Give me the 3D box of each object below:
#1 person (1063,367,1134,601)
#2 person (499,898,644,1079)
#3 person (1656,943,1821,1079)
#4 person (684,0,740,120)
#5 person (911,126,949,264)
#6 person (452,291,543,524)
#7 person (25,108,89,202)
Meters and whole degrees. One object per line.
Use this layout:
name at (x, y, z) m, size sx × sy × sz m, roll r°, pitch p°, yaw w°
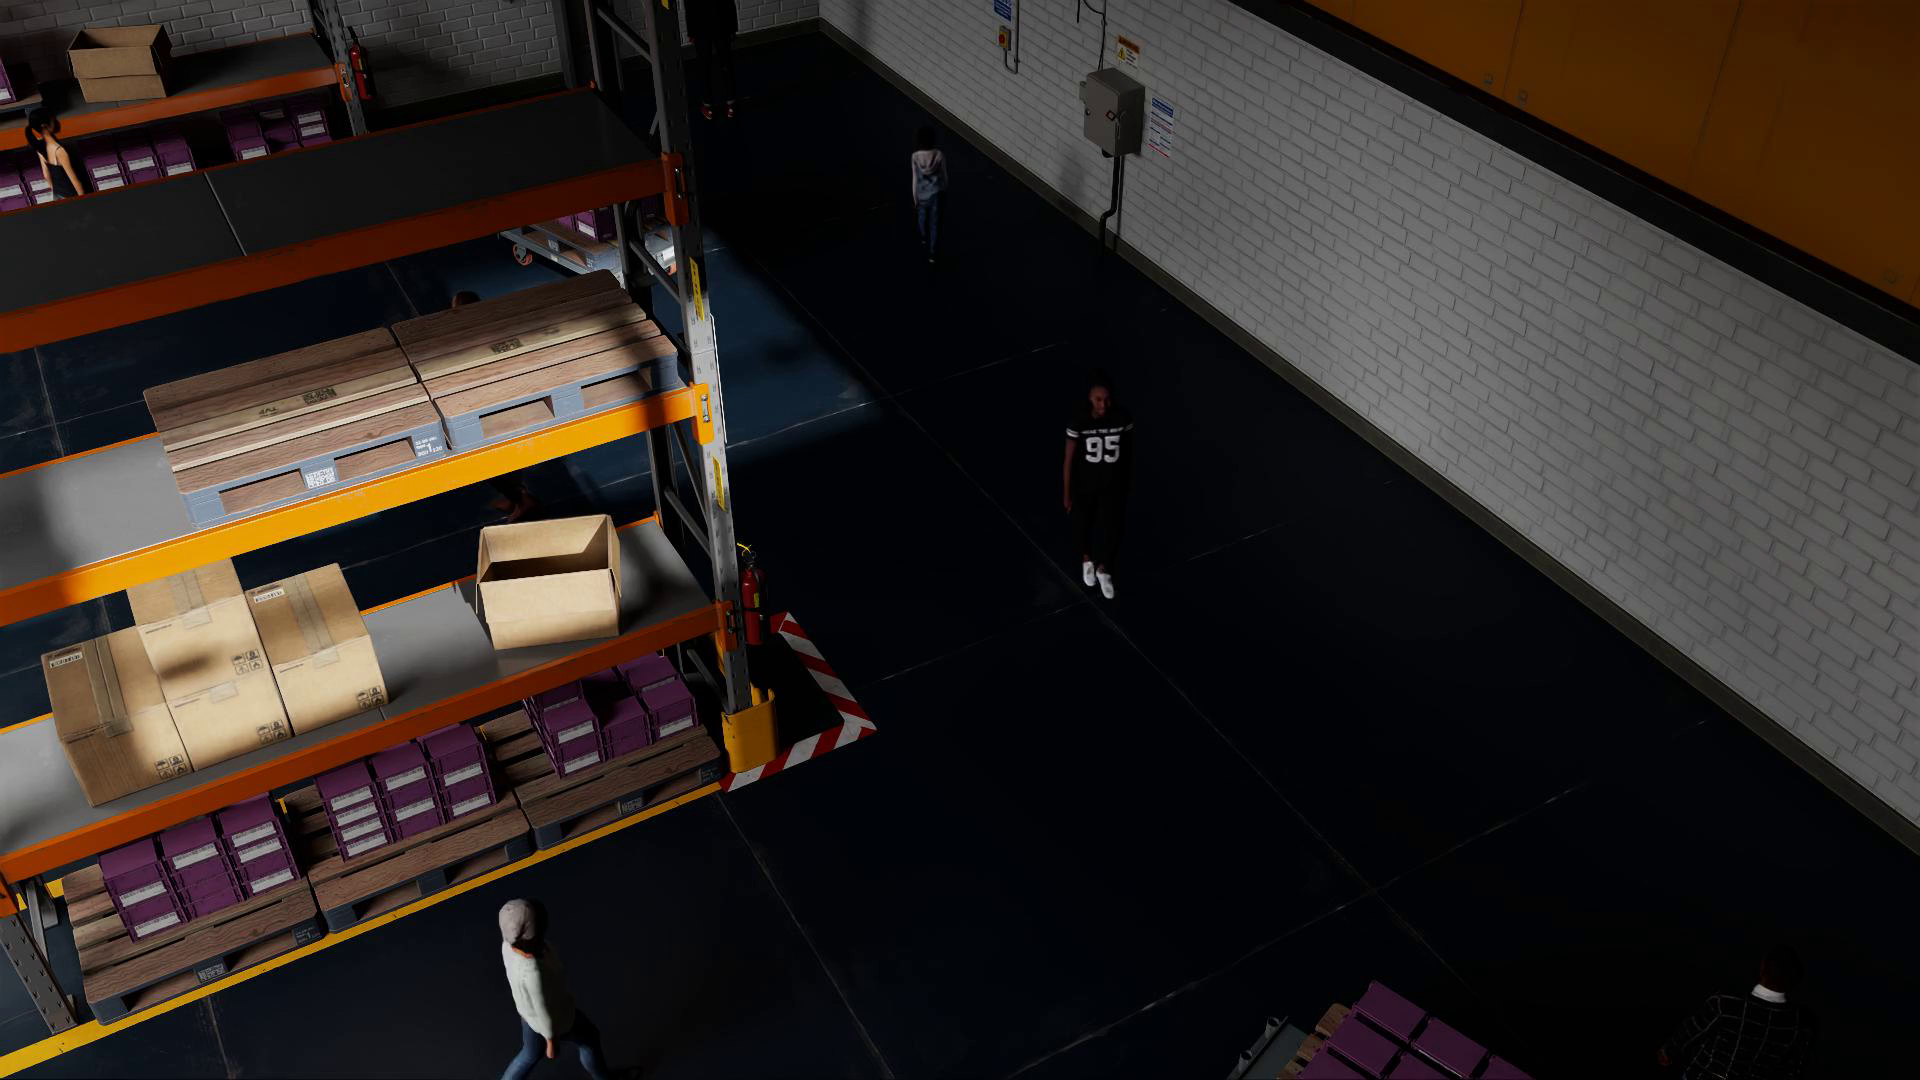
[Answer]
person at (0.929, -0.434, 11.351) m, size 0.762 × 1.716 × 0.833 m, roll -3°, pitch 39°, yaw -4°
person at (-2.071, 2.308, 8.004) m, size 1.090 × 1.608 × 0.628 m, roll -24°, pitch 44°, yaw -27°
person at (3.475, 2.554, 7.558) m, size 1.124 × 1.782 × 1.177 m, roll 9°, pitch 40°, yaw 11°
person at (-2.599, -5.315, 17.382) m, size 0.661 × 1.817 × 0.826 m, roll -7°, pitch 39°, yaw -9°
person at (-0.272, -3.119, 15.099) m, size 0.880 × 1.234 × 0.811 m, roll -1°, pitch 39°, yaw -1°
person at (-3.250, -0.882, 11.772) m, size 0.969 × 1.891 × 0.905 m, roll 15°, pitch 41°, yaw 18°
person at (-7.723, -2.926, 14.463) m, size 0.657 × 1.727 × 0.673 m, roll 20°, pitch 43°, yaw 24°
